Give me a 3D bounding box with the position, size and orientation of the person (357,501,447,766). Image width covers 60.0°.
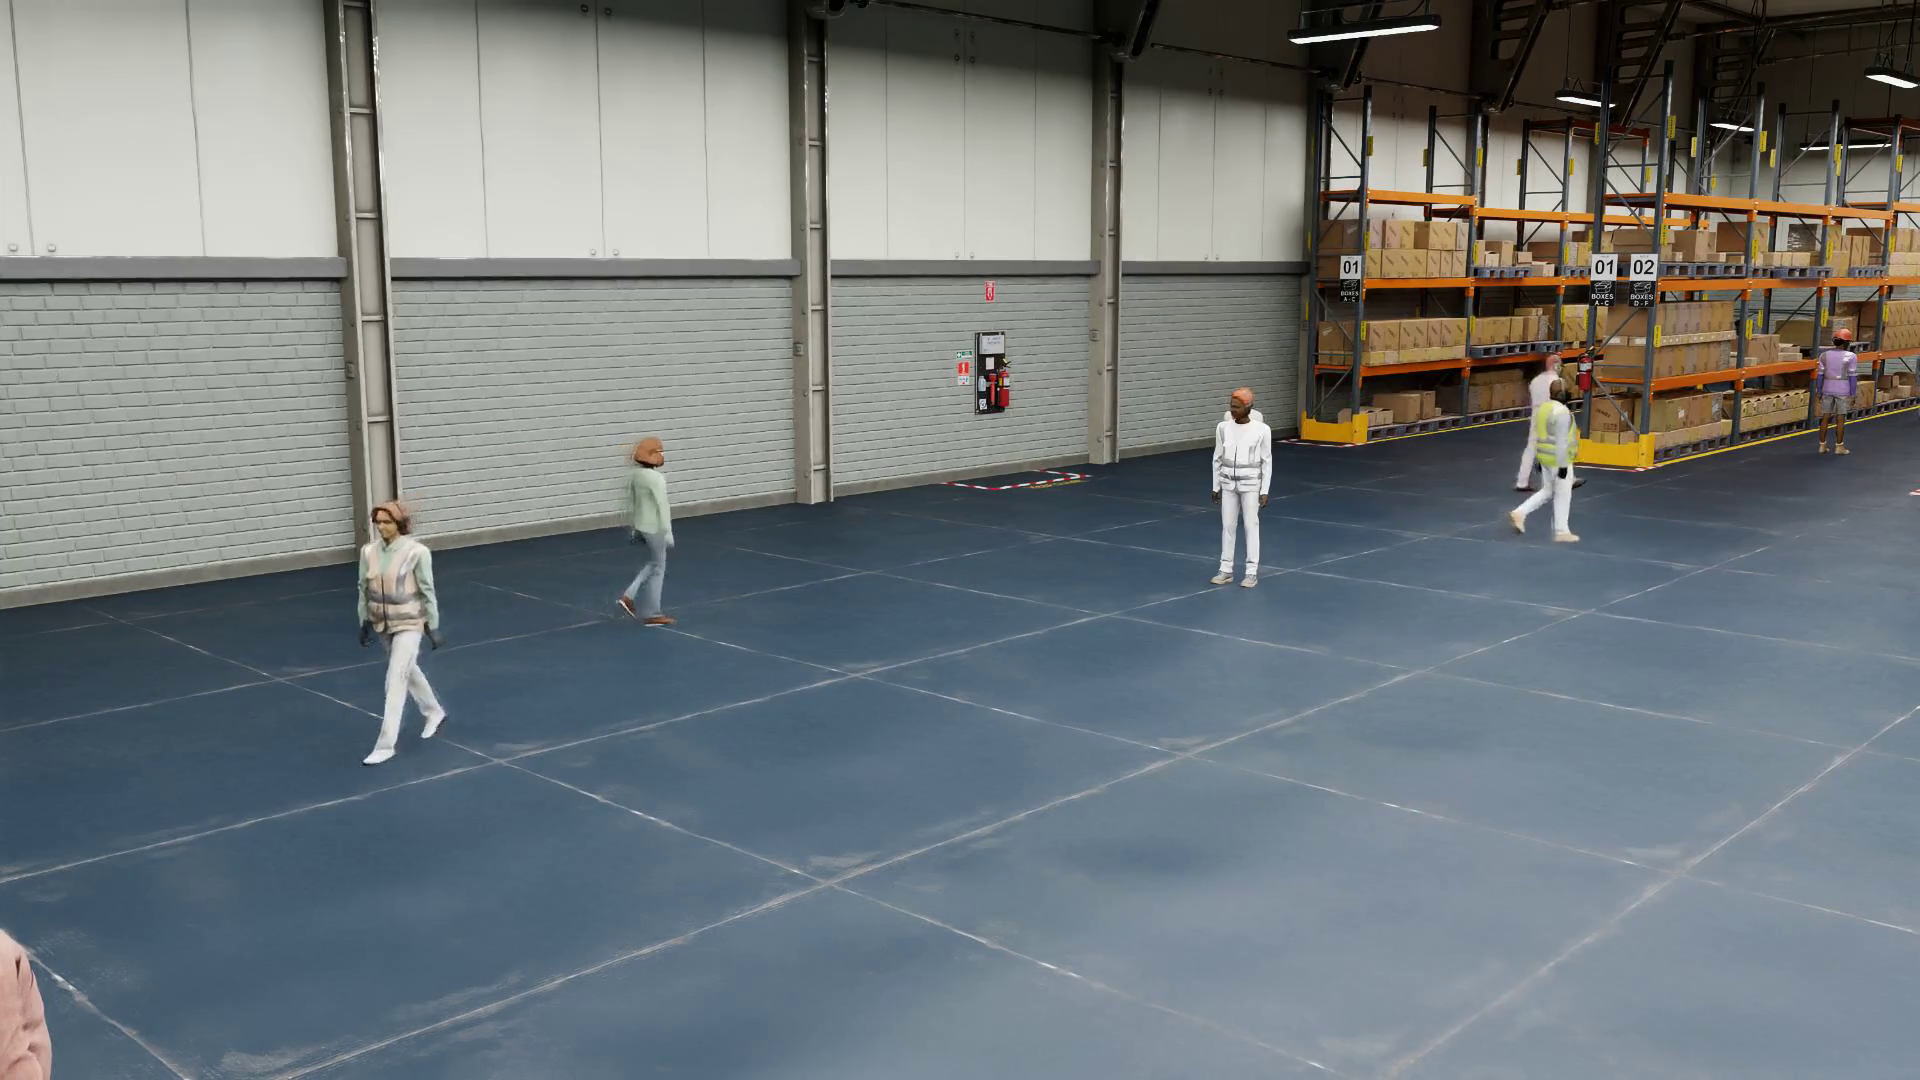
[{"bbox_3d":[-3.506,0.534,10.436,0.525,1.600,0.858,4,10,21],"label":"person"}]

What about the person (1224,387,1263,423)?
[{"bbox_3d":[3.338,-0.992,19.680,0.505,1.624,0.290,-2,10,-14],"label":"person"}]

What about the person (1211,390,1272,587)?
[{"bbox_3d":[2.671,-0.492,15.831,0.584,1.881,0.337,6,11,33],"label":"person"}]

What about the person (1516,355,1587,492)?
[{"bbox_3d":[7.992,-1.563,22.460,1.026,1.850,0.672,-4,10,-21],"label":"person"}]

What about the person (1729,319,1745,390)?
[{"bbox_3d":[16.333,-3.669,35.020,0.631,1.944,0.631,-7,12,-37],"label":"person"}]

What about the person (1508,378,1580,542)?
[{"bbox_3d":[6.515,-0.878,18.378,0.694,1.823,0.631,0,9,-1],"label":"person"}]

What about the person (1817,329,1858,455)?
[{"bbox_3d":[14.206,-2.392,26.928,0.392,2.041,0.615,-7,12,-37],"label":"person"}]

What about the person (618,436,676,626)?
[{"bbox_3d":[-2.615,-0.065,14.032,0.407,1.621,0.506,-6,11,-33],"label":"person"}]

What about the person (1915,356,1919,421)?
[{"bbox_3d":[18.925,-3.088,32.479,0.500,1.610,0.652,6,11,32],"label":"person"}]

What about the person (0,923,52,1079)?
[{"bbox_3d":[-2.333,1.453,3.906,0.651,1.906,0.402,5,11,29],"label":"person"}]
